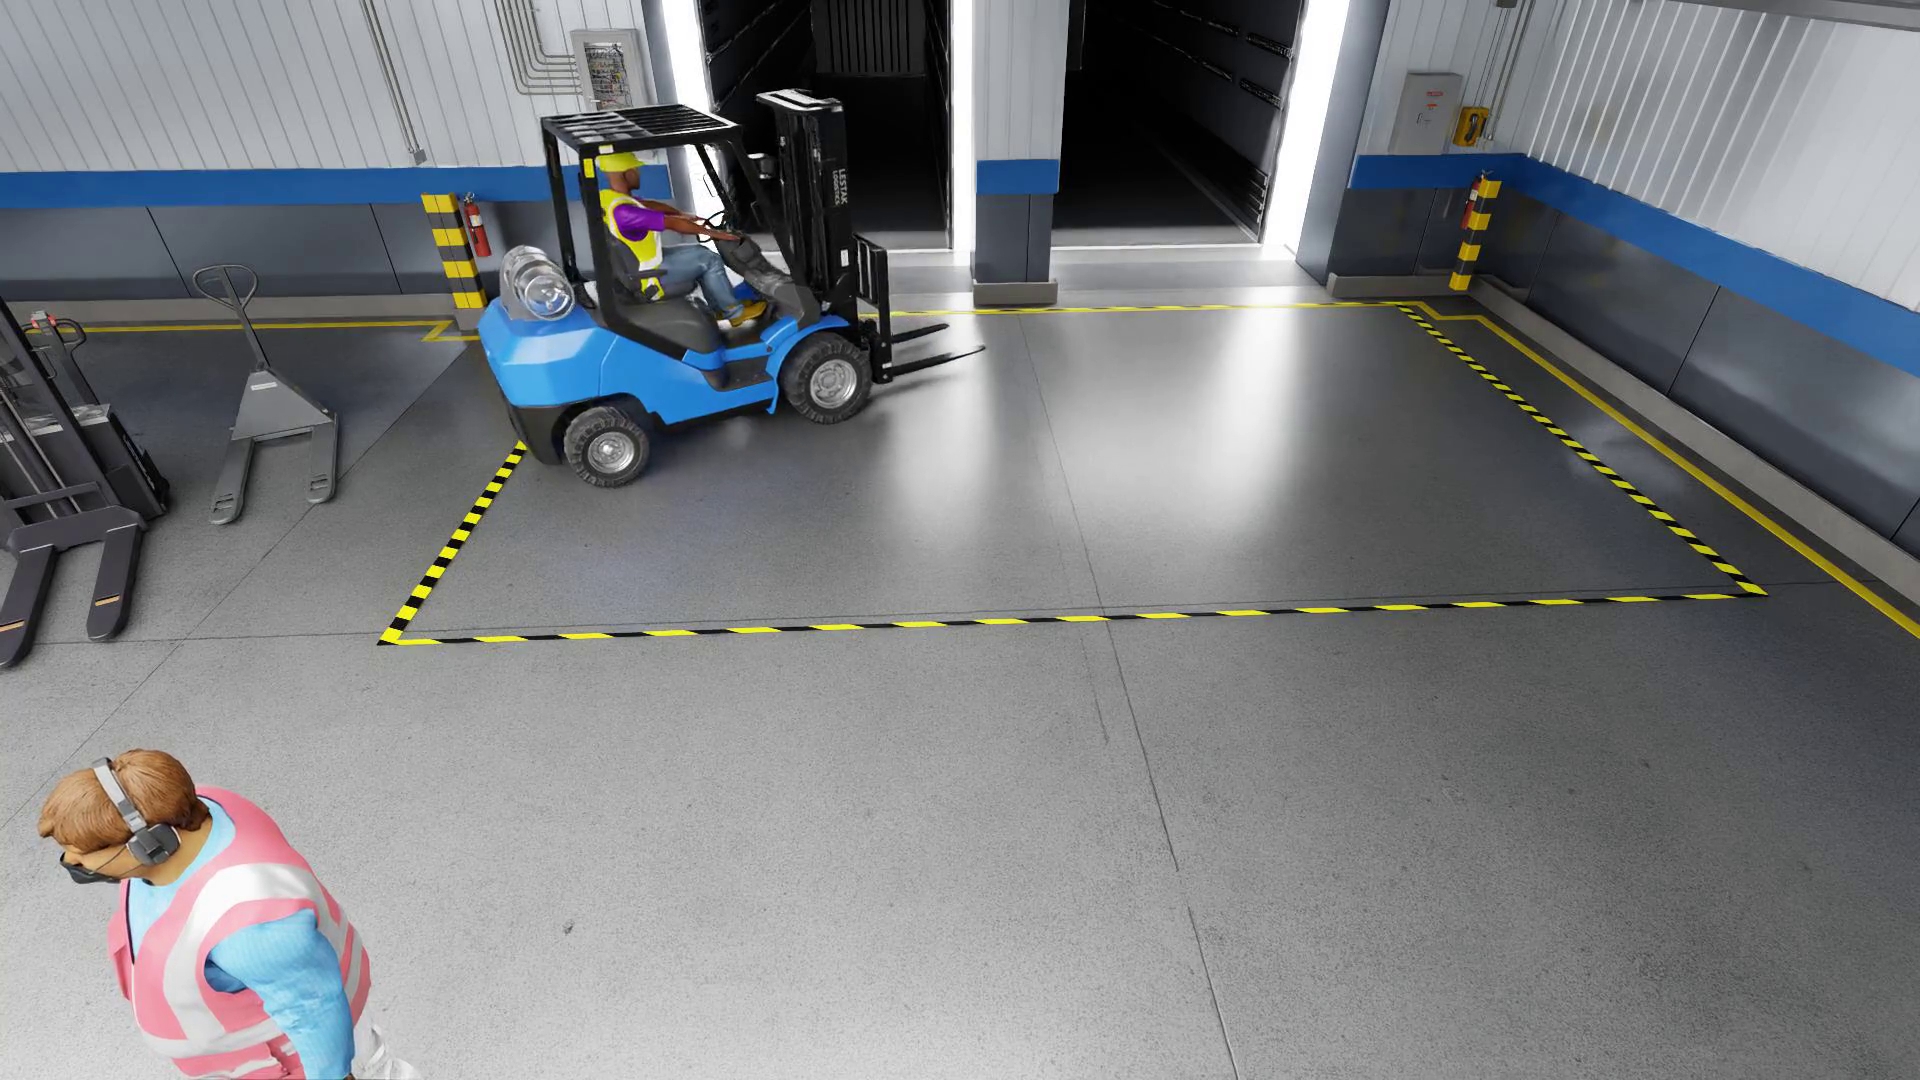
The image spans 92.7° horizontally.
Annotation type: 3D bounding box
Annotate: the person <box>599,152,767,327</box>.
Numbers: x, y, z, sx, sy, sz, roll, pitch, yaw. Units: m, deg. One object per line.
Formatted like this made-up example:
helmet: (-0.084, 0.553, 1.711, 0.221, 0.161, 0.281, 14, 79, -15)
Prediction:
person: (-1.897, -2.068, 6.323, 1.004, 1.294, 0.635, -20, 40, -26)

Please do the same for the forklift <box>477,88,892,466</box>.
forklift: (-1.952, -1.899, 6.408, 2.680, 2.036, 1.157, -20, 40, -26)

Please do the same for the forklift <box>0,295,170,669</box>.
forklift: (-5.212, -0.618, 4.878, 0.823, 1.965, 1.885, -20, 39, -26)

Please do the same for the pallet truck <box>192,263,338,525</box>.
pallet truck: (-4.778, -1.027, 6.128, 0.680, 1.201, 1.601, -17, 38, -23)

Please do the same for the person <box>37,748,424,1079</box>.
person: (-1.750, 1.222, 2.370, 0.623, 1.844, 0.429, 23, 41, 29)
